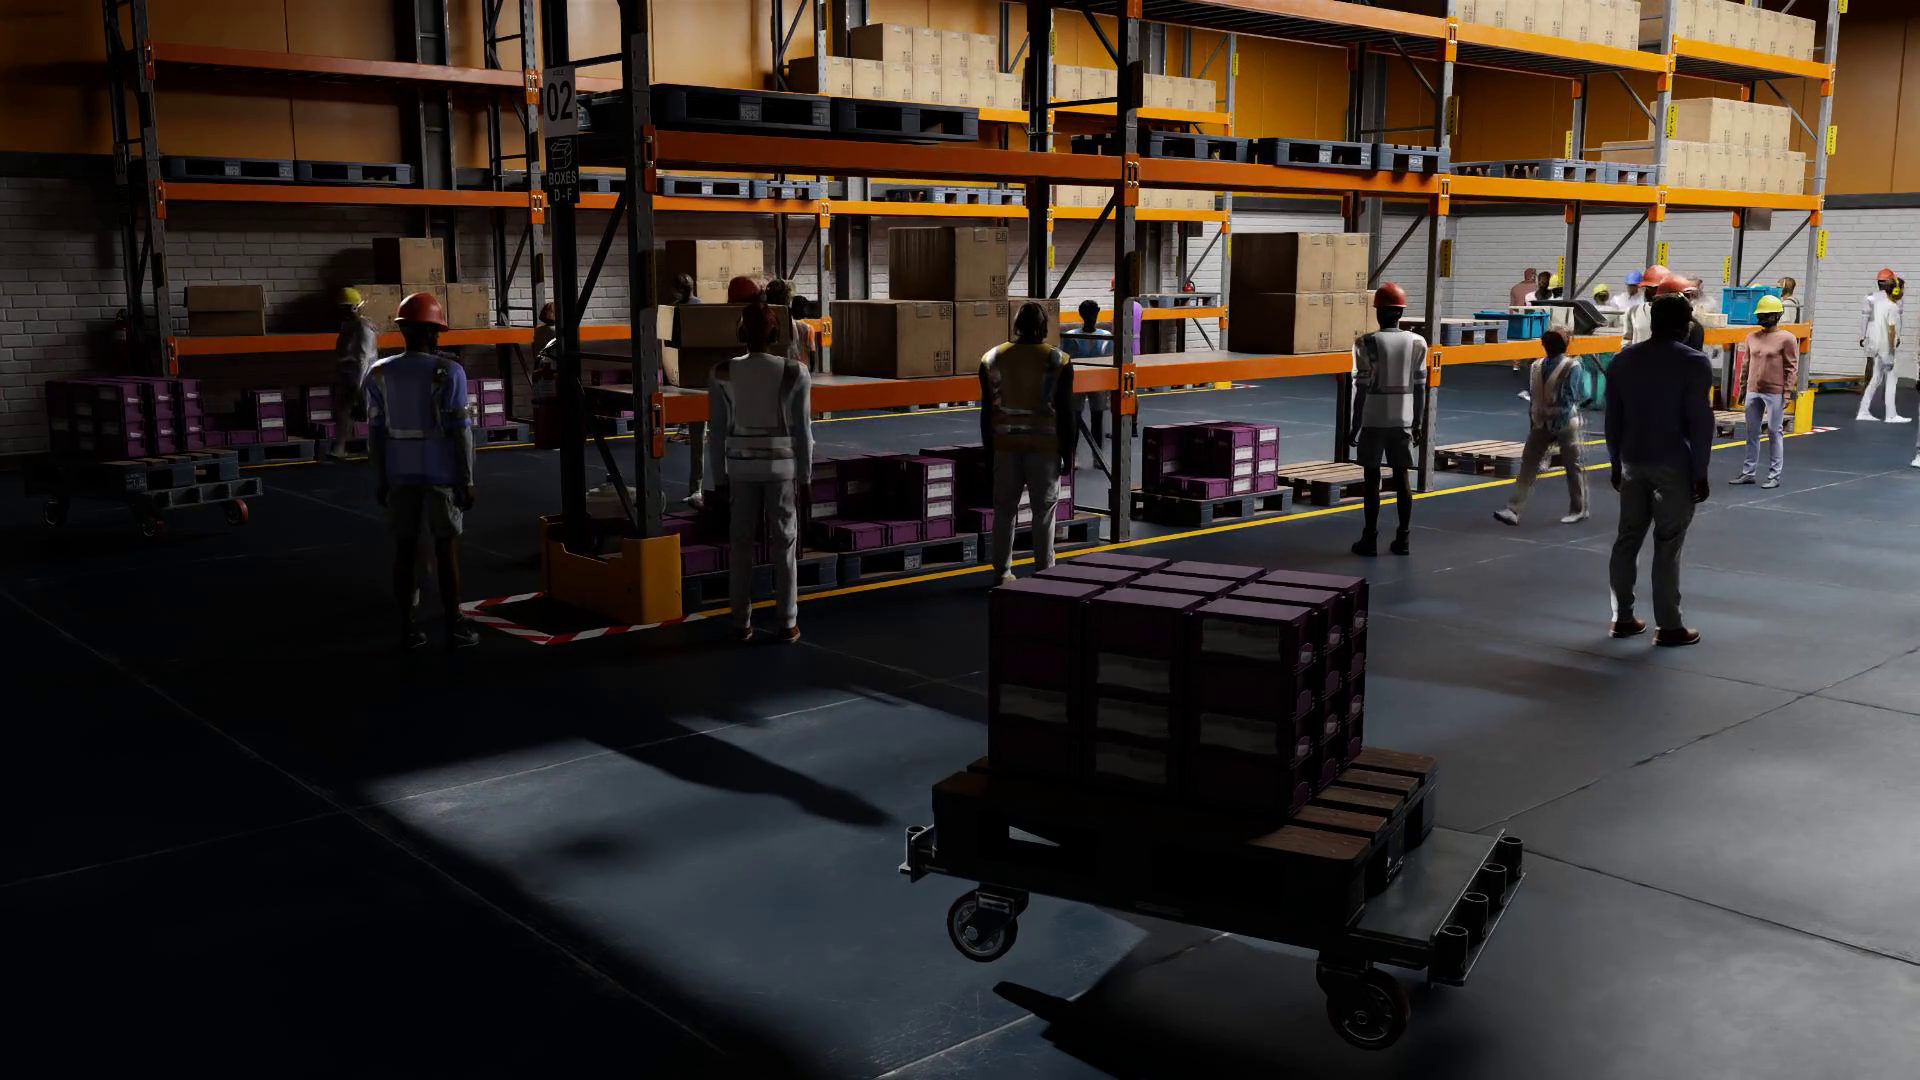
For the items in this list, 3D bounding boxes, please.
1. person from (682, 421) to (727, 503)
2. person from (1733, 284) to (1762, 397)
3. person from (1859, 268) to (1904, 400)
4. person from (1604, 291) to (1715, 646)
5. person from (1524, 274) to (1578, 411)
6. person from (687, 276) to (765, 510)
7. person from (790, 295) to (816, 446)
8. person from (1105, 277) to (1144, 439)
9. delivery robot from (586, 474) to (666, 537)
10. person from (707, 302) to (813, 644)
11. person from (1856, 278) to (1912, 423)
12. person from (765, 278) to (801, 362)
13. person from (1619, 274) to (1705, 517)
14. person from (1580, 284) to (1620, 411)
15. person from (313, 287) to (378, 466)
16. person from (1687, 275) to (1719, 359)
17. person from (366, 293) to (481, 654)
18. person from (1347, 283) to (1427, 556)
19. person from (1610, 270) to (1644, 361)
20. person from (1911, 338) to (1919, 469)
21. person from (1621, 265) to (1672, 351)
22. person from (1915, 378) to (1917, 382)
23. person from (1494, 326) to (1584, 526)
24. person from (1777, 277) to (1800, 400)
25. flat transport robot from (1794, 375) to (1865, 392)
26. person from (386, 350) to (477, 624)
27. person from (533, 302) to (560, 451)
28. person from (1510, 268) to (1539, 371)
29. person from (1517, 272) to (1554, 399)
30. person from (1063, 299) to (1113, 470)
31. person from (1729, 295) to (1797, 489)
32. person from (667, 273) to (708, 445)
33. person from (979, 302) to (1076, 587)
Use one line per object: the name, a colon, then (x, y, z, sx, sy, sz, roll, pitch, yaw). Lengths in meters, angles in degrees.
person: (-2.176, -1.124, 14.312, 0.501, 1.633, 0.282, 2, 10, 12)
person: (10.321, -2.447, 21.673, 0.524, 1.769, 0.308, 4, 10, 22)
person: (13.635, -3.041, 24.639, 0.543, 1.940, 0.361, 5, 11, 26)
person: (3.828, -0.388, 9.129, 0.370, 1.934, 0.627, -7, 12, -34)
person: (8.212, -2.727, 23.025, 0.581, 1.870, 0.950, -9, 13, -42)
person: (-1.557, -1.080, 13.084, 1.133, 1.952, 0.693, -4, 11, -24)
person: (-1.837, -1.890, 18.649, 0.537, 1.690, 0.322, 6, 12, 33)
person: (1.902, -2.137, 19.384, 0.369, 1.929, 0.542, 6, 11, 31)
delivery robot: (-2.482, -0.235, 11.983, 0.707, 0.478, 0.477, -3, 10, -17)
person: (-1.092, -0.357, 9.127, 0.568, 1.878, 0.351, 0, 10, 2)
person: (11.909, -2.412, 21.334, 0.615, 1.852, 0.558, 1, 10, 6)
person: (-1.549, -1.259, 14.215, 0.372, 1.938, 0.630, -8, 12, -39)
person: (5.700, -1.148, 13.454, 0.660, 1.978, 0.545, -6, 11, -30)
person: (8.799, -2.651, 22.924, 0.524, 1.747, 0.395, 2, 10, 11)
person: (-6.168, -1.617, 16.687, 0.805, 1.800, 0.626, -8, 13, -41)
person: (10.114, -2.717, 22.963, 0.665, 1.876, 0.747, 6, 11, 32)
person: (-2.866, -0.350, 8.917, 0.549, 1.926, 0.382, 1, 10, 4)
person: (3.017, -0.850, 11.820, 0.551, 1.934, 0.373, -1, 10, -7)
person: (9.357, -2.806, 23.289, 0.630, 1.927, 0.480, 7, 12, 34)
person: (9.760, -1.609, 16.415, 0.602, 1.880, 0.582, 8, 12, 39)
person: (6.453, -1.531, 15.506, 0.609, 2.040, 0.394, 8, 12, 38)
person: (15.136, -3.083, 25.804, 0.366, 1.628, 0.519, 7, 12, 37)
person: (4.639, -0.886, 13.069, 0.926, 1.576, 0.518, -6, 11, -30)
person: (11.257, -2.663, 22.708, 0.328, 1.842, 0.515, 8, 13, 40)
flat transport robot: (13.504, -2.457, 26.100, 1.431, 0.197, 0.652, -4, 10, -22)
person: (-3.155, -0.336, 9.827, 0.836, 1.587, 0.533, 8, 13, 41)
person: (-4.482, -1.789, 18.243, 0.502, 1.628, 0.288, 7, 12, 36)
person: (10.468, -4.051, 30.664, 0.644, 1.903, 0.400, 8, 13, 40)
person: (8.583, -3.013, 24.628, 0.610, 1.886, 0.844, 7, 12, 35)
person: (1.274, -1.547, 16.601, 0.537, 1.697, 0.320, -1, 10, -7)
person: (7.384, -1.354, 15.273, 0.326, 1.766, 0.533, -5, 11, -29)
person: (-3.070, -2.041, 18.804, 0.627, 1.934, 0.371, 9, 13, 43)
person: (0.438, -0.578, 10.537, 0.625, 1.836, 0.429, 3, 10, 17)
